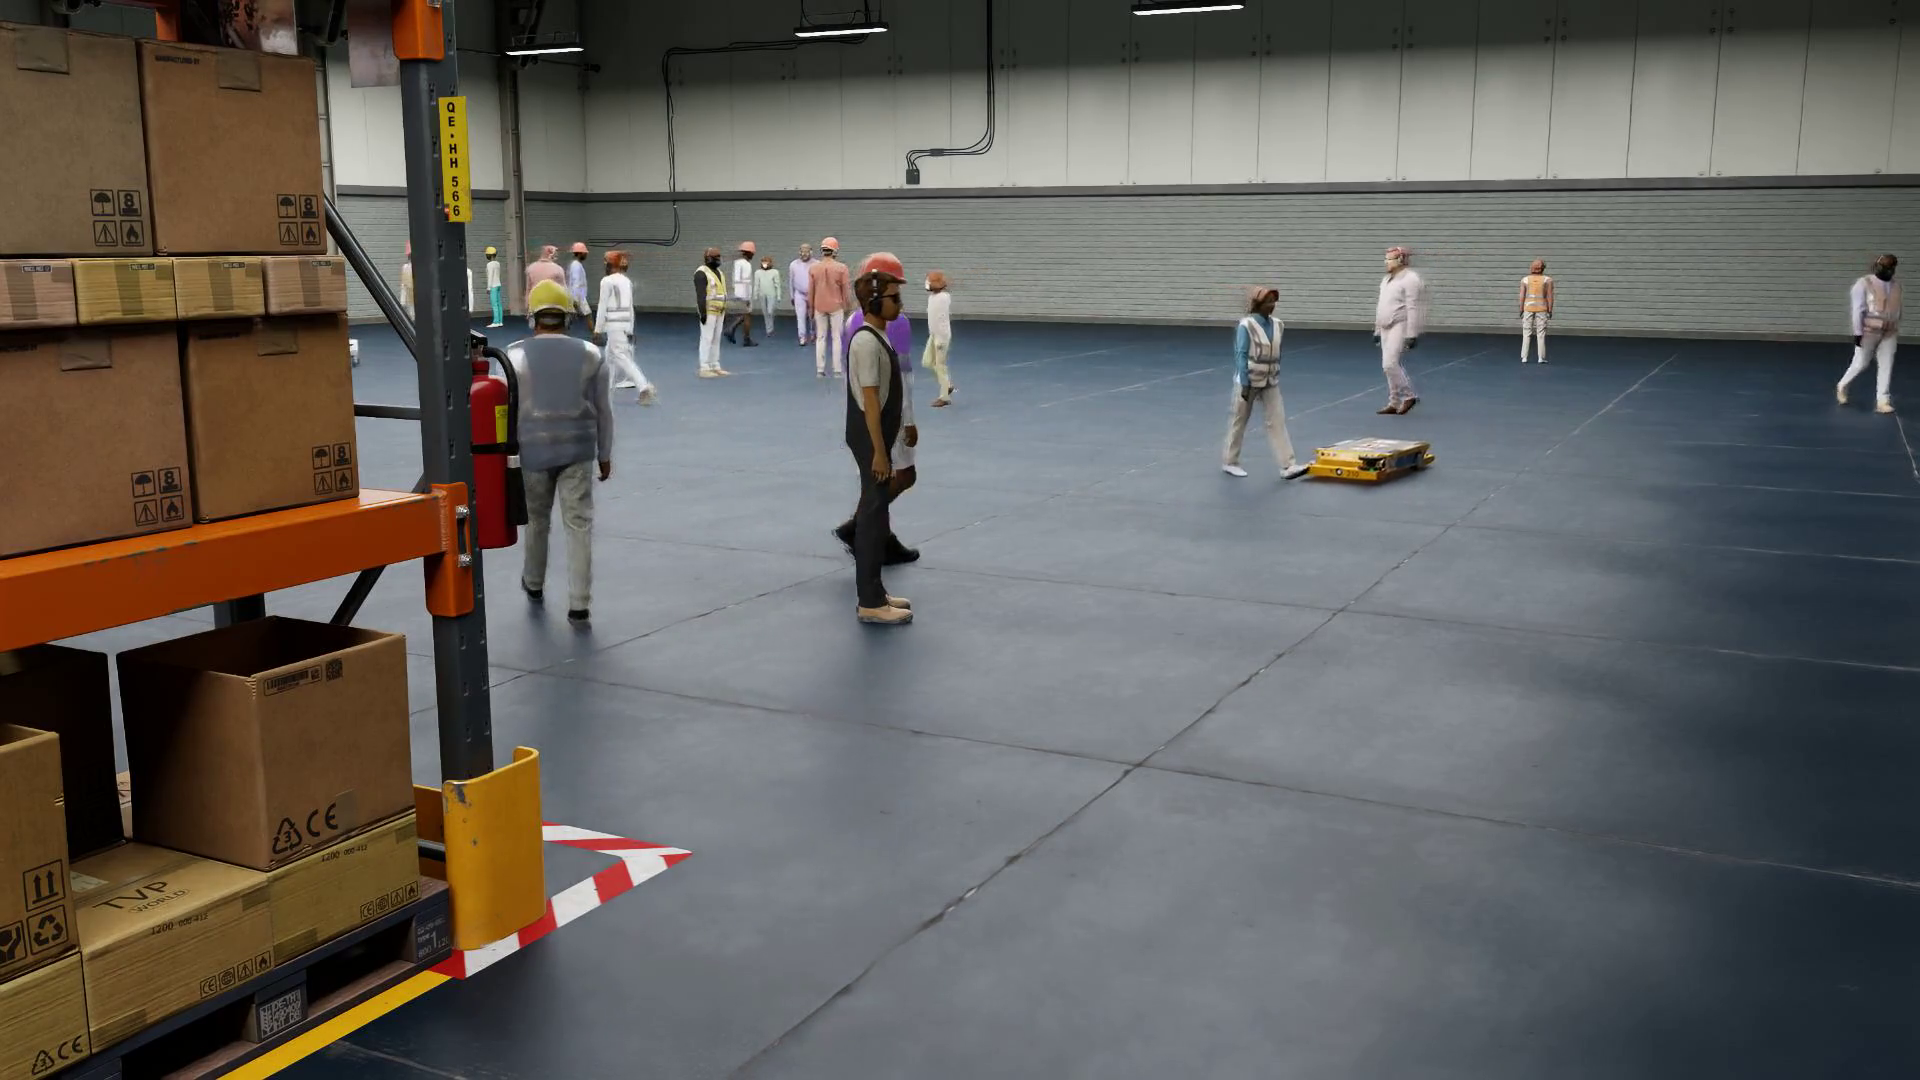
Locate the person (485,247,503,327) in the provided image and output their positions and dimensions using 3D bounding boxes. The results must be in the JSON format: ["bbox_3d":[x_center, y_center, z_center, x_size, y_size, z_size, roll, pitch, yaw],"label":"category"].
[{"bbox_3d":[-10.294,-5.572,36.677,0.308,1.769,0.525,1,10,7],"label":"person"}]

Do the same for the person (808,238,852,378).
[{"bbox_3d":[-1.827,-3.285,23.623,0.636,1.982,0.468,3,11,14],"label":"person"}]

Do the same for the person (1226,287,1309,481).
[{"bbox_3d":[2.511,-1.282,13.724,0.540,1.589,0.875,-6,12,-32],"label":"person"}]

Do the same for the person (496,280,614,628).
[{"bbox_3d":[-2.144,-0.472,8.810,0.621,1.782,0.924,-4,11,-19],"label":"person"}]

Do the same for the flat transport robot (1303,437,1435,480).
[{"bbox_3d":[3.517,-0.709,14.239,0.652,0.197,1.431,7,12,34],"label":"flat transport robot"}]

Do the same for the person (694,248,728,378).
[{"bbox_3d":[-3.542,-3.249,23.809,0.429,1.840,0.633,4,11,21],"label":"person"}]

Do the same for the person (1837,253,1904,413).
[{"bbox_3d":[10.577,-2.403,19.261,0.626,1.822,0.782,0,10,-2],"label":"person"}]

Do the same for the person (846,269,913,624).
[{"bbox_3d":[-0.427,-0.490,8.747,0.345,1.847,0.508,0,10,-3],"label":"person"}]

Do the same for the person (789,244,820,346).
[{"bbox_3d":[-2.820,-4.530,30.728,0.654,1.876,0.845,0,10,-1],"label":"person"}]

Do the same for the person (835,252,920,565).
[{"bbox_3d":[-0.500,-0.771,10.058,0.609,1.922,0.568,-9,14,-40],"label":"person"}]

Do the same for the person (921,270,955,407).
[{"bbox_3d":[-0.271,-2.367,19.613,0.356,1.620,0.498,-5,11,-23],"label":"person"}]

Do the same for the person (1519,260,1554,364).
[{"bbox_3d":[9.114,-3.610,26.337,0.517,1.635,0.314,6,12,28],"label":"person"}]

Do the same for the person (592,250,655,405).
[{"bbox_3d":[-4.071,-2.541,19.942,0.932,1.855,0.585,3,11,16],"label":"person"}]

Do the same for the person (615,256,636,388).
[{"bbox_3d":[-4.485,-2.897,22.109,0.329,1.763,0.523,-1,10,-7],"label":"person"}]

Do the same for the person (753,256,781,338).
[{"bbox_3d":[-3.828,-4.779,32.741,0.524,1.611,0.599,3,11,15],"label":"person"}]

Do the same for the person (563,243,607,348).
[{"bbox_3d":[-6.808,-4.388,29.905,0.980,1.884,0.561,-3,11,-16],"label":"person"}]

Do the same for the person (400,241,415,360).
[{"bbox_3d":[-8.811,-3.861,26.928,0.557,1.918,0.478,4,11,21],"label":"person"}]

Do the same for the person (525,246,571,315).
[{"bbox_3d":[-6.450,-3.690,26.199,0.673,1.846,0.947,4,11,21],"label":"person"}]

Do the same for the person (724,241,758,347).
[{"bbox_3d":[-3.929,-4.445,30.123,0.539,1.915,0.545,-6,12,-29],"label":"person"}]

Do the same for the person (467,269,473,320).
[{"bbox_3d":[-7.852,-3.615,25.831,0.578,1.832,0.989,-3,11,-18],"label":"person"}]

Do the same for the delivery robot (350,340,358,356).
[{"bbox_3d":[-9.536,-2.939,25.369,0.477,0.478,0.707,4,11,20],"label":"delivery robot"}]

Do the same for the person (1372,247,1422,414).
[{"bbox_3d":[4.873,-2.339,18.705,0.428,1.894,0.642,-2,11,-13],"label":"person"}]
